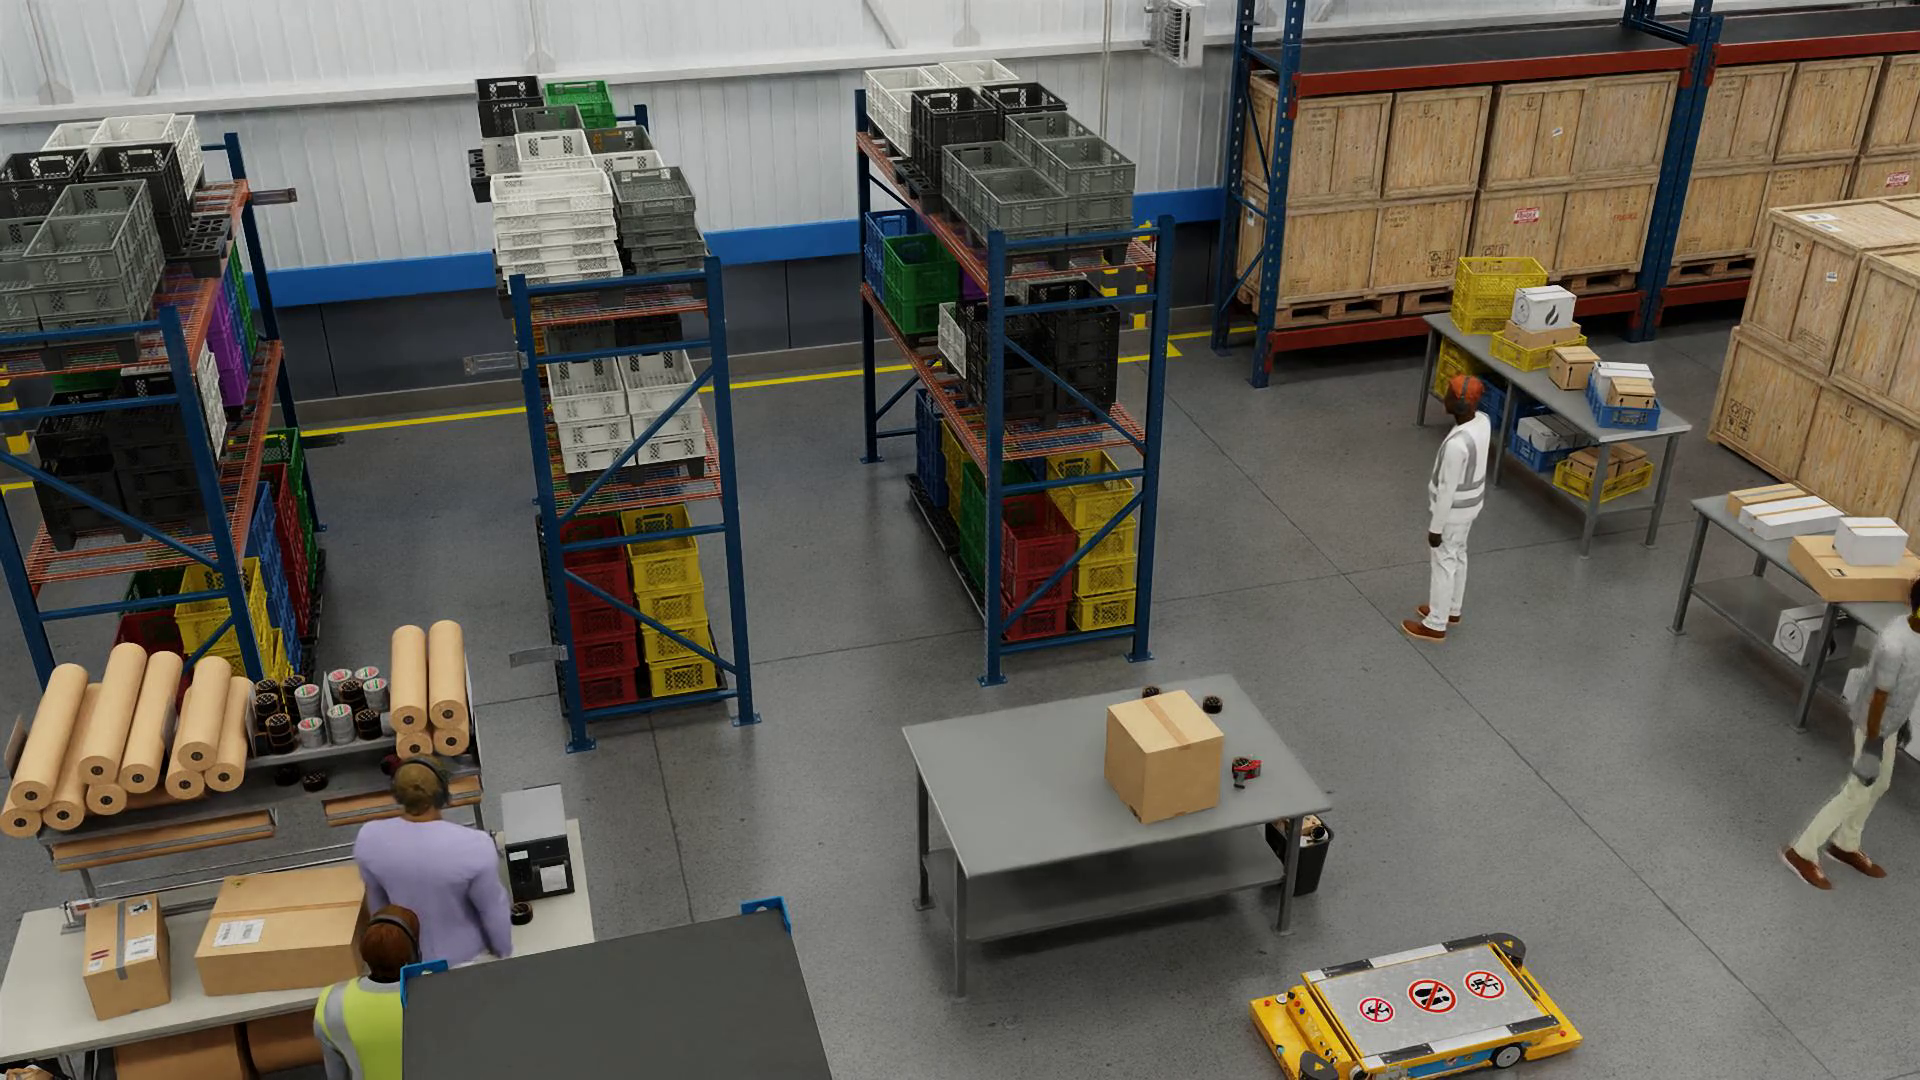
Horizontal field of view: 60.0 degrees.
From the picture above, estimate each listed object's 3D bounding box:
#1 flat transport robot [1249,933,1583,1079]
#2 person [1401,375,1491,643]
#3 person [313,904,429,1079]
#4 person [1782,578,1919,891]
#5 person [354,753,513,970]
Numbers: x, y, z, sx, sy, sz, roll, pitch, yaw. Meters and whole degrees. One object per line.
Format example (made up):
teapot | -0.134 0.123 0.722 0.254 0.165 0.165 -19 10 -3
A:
flat transport robot | 2.184 2.282 7.980 1.431 0.197 0.652 -8 30 -14
person | 3.205 -0.199 10.848 0.361 1.878 0.579 18 34 29
person | -2.108 2.189 6.530 0.631 1.842 0.428 -2 29 -3
person | 4.830 0.999 8.711 0.457 1.869 0.562 24 37 36
person | -2.228 1.758 7.230 0.631 1.932 0.371 4 29 8
